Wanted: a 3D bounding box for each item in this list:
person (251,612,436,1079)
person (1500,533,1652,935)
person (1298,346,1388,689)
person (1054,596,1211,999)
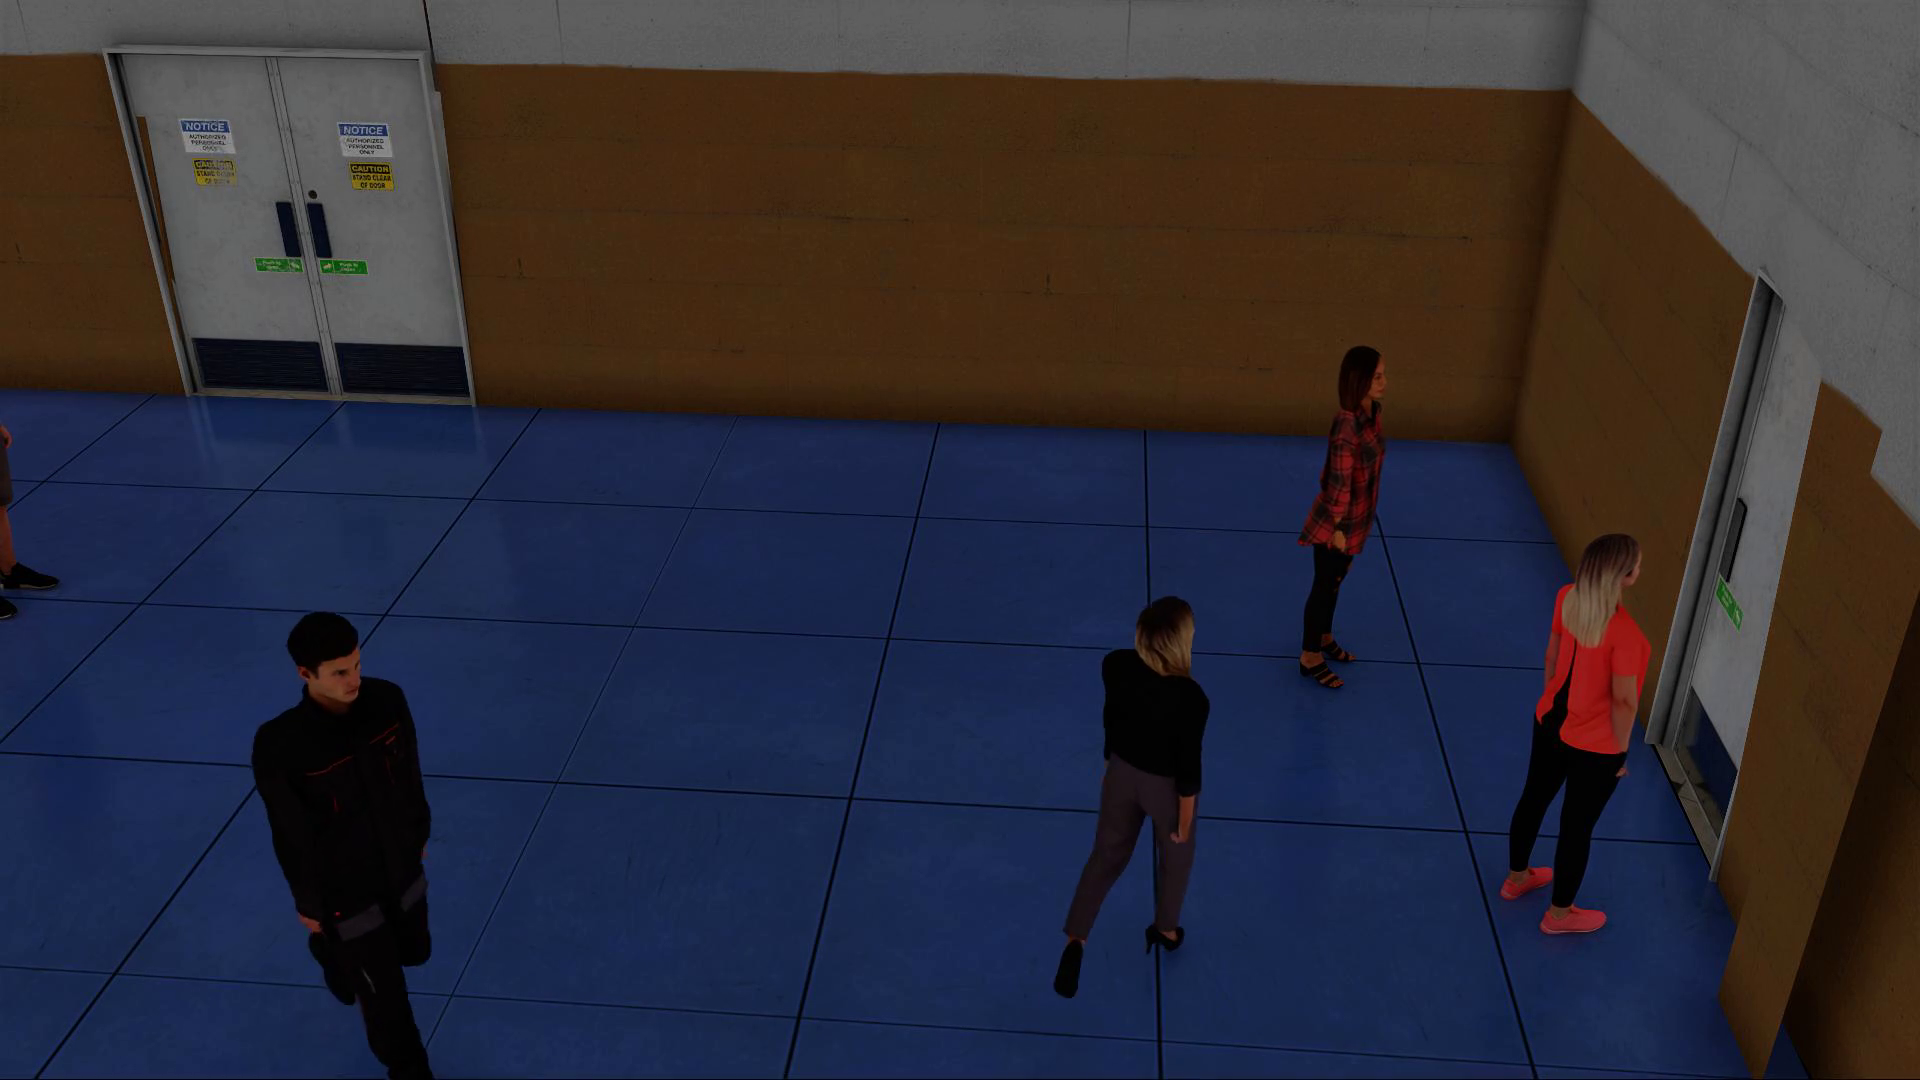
[{"bbox_3d":[-2.037,1.044,5.519,1.088,1.917,1.136,18,34,30],"label":"person"},{"bbox_3d":[2.342,0.731,6.326,0.729,1.693,0.608,-10,30,-18],"label":"person"},{"bbox_3d":[1.811,-0.120,7.874,0.745,1.703,0.620,14,32,24],"label":"person"},{"bbox_3d":[0.618,0.959,5.957,0.902,1.647,1.066,20,34,32],"label":"person"}]
